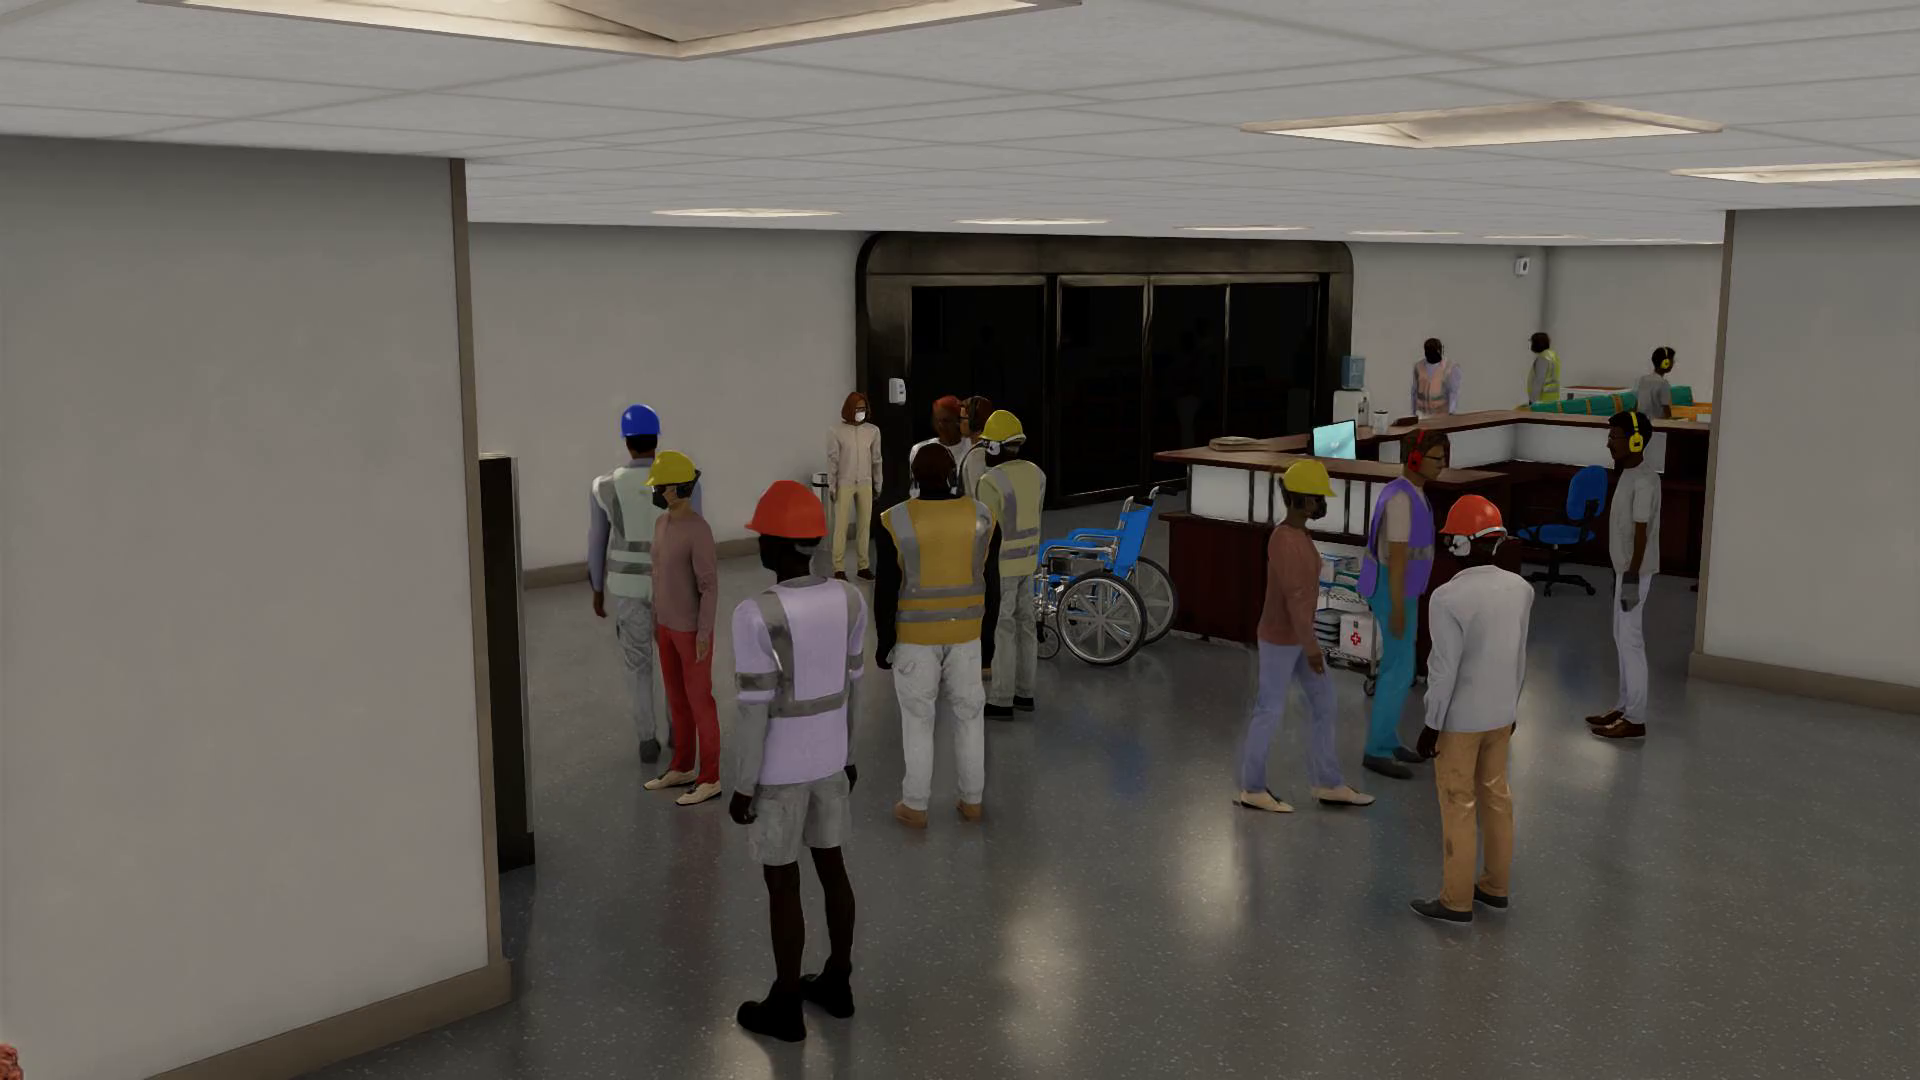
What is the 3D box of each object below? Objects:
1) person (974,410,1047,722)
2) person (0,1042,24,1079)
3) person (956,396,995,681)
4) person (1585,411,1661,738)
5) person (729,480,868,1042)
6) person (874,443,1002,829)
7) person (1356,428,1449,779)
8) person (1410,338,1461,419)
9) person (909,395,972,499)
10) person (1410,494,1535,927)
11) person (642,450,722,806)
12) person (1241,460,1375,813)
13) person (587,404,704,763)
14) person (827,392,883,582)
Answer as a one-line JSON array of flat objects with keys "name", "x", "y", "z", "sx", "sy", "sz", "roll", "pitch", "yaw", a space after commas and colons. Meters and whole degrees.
[{"name": "person", "x": 0.259, "y": 0.151, "z": 9.817, "sx": 0.404, "sy": 1.835, "sz": 0.587, "roll": 7, "pitch": 11, "yaw": 35}, {"name": "person", "x": -1.049, "y": 1.454, "z": 1.710, "sx": 0.637, "sy": 1.879, "sz": 0.882, "roll": 5, "pitch": 10, "yaw": 27}, {"name": "person", "x": 0.114, "y": -0.011, "z": 10.768, "sx": 0.345, "sy": 1.846, "sz": 0.508, "roll": 2, "pitch": 9, "yaw": 12}, {"name": "person", "x": 3.795, "y": 0.197, "z": 9.458, "sx": 0.326, "sy": 1.862, "sz": 0.508, "roll": 2, "pitch": 10, "yaw": 13}, {"name": "person", "x": -0.578, "y": 0.758, "z": 5.773, "sx": 0.366, "sy": 1.937, "sz": 0.550, "roll": 9, "pitch": 13, "yaw": 43}, {"name": "person", "x": -0.116, "y": 0.455, "z": 7.941, "sx": 0.626, "sy": 1.839, "sz": 0.430, "roll": -3, "pitch": 10, "yaw": -17}, {"name": "person", "x": 2.309, "y": 0.324, "z": 8.769, "sx": 0.410, "sy": 1.833, "sz": 0.654, "roll": 4, "pitch": 10, "yaw": 26}, {"name": "person", "x": 5.751, "y": -1.544, "z": 20.284, "sx": 0.657, "sy": 1.813, "sz": 0.744, "roll": 7, "pitch": 11, "yaw": 36}, {"name": "person", "x": -0.050, "y": -0.060, "z": 11.121, "sx": 0.584, "sy": 1.831, "sz": 0.936, "roll": 2, "pitch": 10, "yaw": 13}, {"name": "person", "x": 2.065, "y": 0.685, "z": 6.783, "sx": 0.573, "sy": 1.749, "sz": 0.343, "roll": -6, "pitch": 11, "yaw": -34}, {"name": "person", "x": -1.401, "y": 0.433, "z": 8.292, "sx": 0.318, "sy": 1.767, "sz": 0.534, "roll": -7, "pitch": 12, "yaw": -37}, {"name": "person", "x": 1.706, "y": 0.491, "z": 8.018, "sx": 0.735, "sy": 1.741, "sz": 0.537, "roll": 5, "pitch": 10, "yaw": 26}, {"name": "person", "x": -1.687, "y": 0.231, "z": 8.997, "sx": 0.644, "sy": 1.933, "sz": 0.524, "roll": -1, "pitch": 9, "yaw": -7}, {"name": "person", "x": -0.891, "y": -0.447, "z": 14.137, "sx": 0.504, "sy": 1.627, "sz": 0.285, "roll": -5, "pitch": 10, "yaw": -27}]
